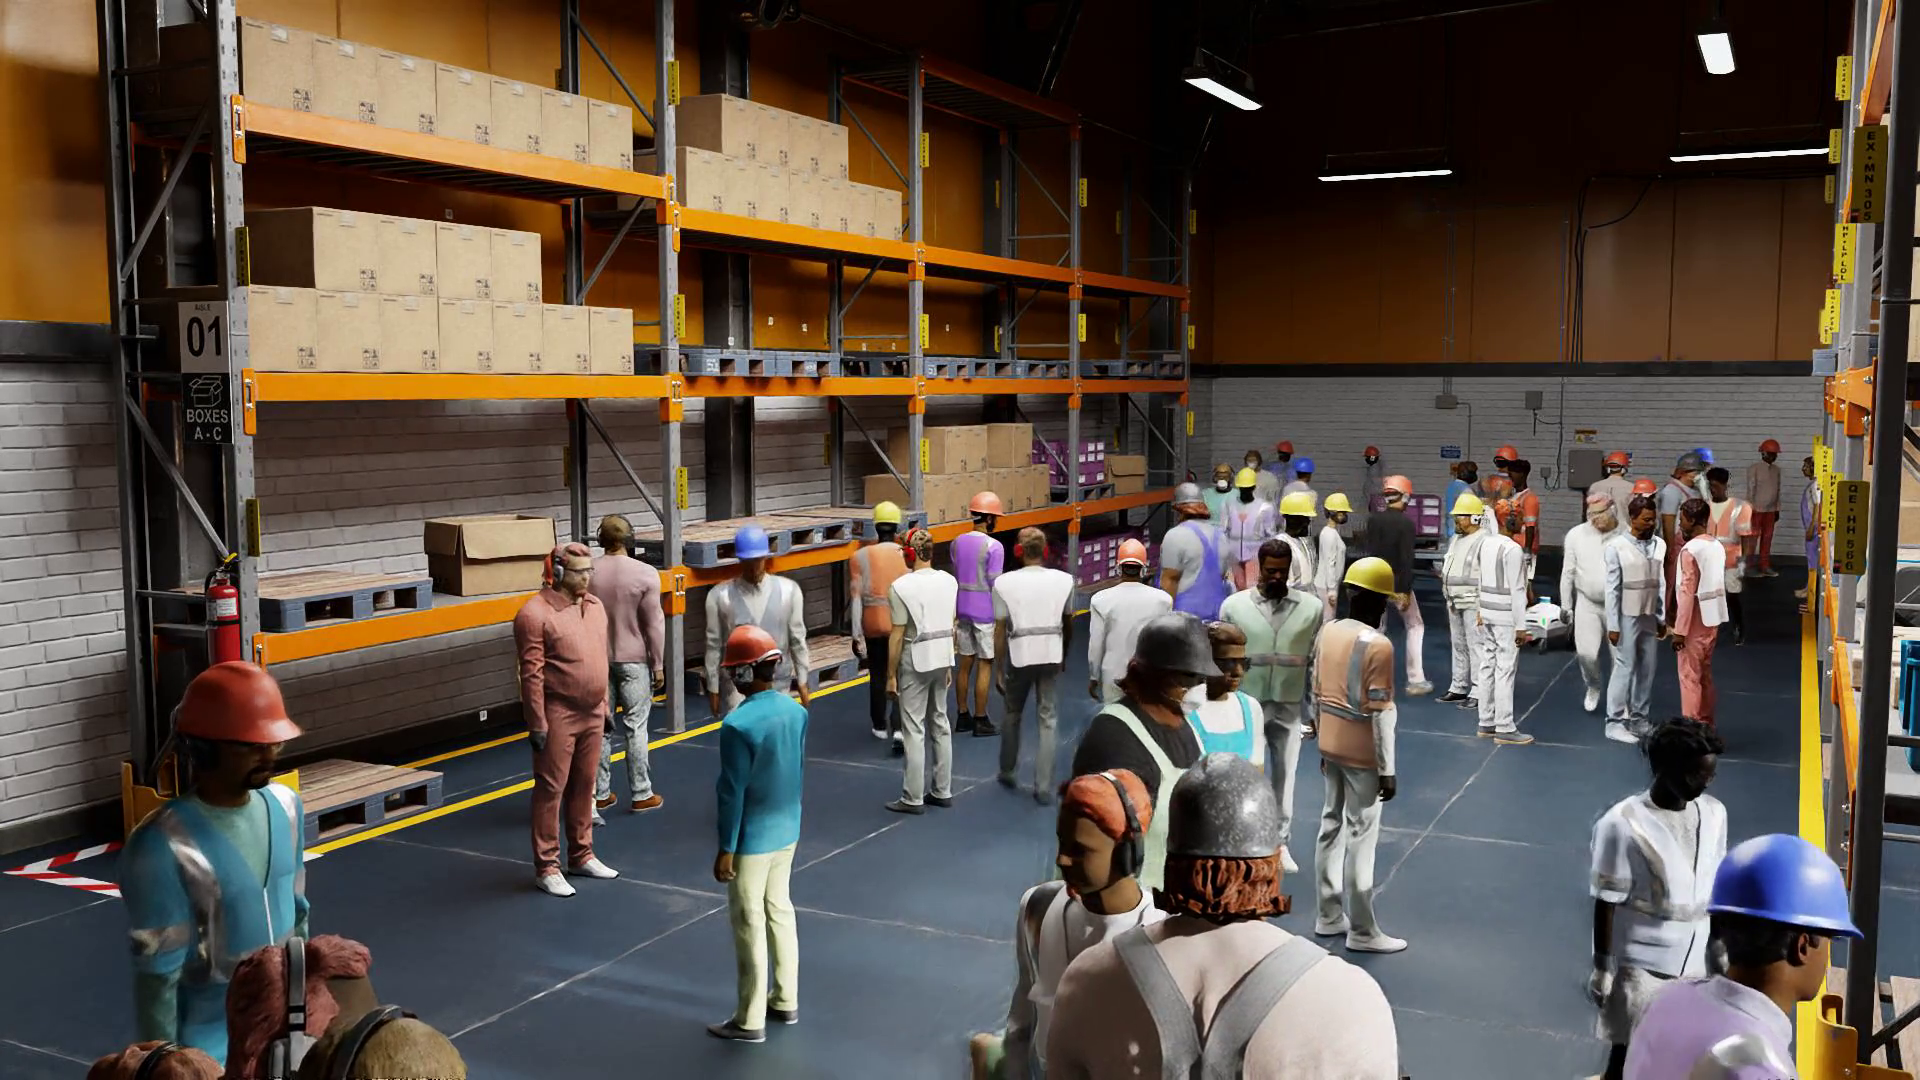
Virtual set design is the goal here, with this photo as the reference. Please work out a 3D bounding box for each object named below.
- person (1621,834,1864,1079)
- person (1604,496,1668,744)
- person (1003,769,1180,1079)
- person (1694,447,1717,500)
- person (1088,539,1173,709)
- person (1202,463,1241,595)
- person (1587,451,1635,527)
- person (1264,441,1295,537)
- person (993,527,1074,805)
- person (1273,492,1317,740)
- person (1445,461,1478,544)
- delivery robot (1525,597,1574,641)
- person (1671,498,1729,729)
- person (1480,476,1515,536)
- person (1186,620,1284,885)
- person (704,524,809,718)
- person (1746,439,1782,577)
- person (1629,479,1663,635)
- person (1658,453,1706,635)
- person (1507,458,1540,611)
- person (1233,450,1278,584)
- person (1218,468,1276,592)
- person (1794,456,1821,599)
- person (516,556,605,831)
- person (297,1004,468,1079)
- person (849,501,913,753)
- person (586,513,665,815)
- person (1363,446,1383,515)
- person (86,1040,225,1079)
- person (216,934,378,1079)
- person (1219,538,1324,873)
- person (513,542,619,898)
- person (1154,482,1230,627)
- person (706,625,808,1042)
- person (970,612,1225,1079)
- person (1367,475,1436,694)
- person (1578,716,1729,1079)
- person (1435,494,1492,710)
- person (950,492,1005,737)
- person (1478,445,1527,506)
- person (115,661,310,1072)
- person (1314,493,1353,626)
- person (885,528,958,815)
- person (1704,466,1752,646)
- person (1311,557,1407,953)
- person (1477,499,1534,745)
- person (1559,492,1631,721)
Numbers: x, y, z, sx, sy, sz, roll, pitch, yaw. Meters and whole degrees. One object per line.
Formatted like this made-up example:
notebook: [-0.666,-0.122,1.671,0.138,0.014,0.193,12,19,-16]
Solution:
person: [1.426,1.509,3.177,0.837,1.892,0.629,0,5,3]
person: [5.201,0.610,12.853,0.598,1.905,0.390,-3,6,-28]
person: [0.341,1.455,3.857,0.586,1.882,0.341,4,7,39]
person: [9.931,-0.280,22.304,0.497,1.924,0.636,2,6,19]
person: [1.115,0.866,10.883,0.572,1.750,0.330,0,5,-4]
person: [2.847,0.128,17.957,0.642,1.928,0.386,3,6,28]
person: [7.677,-0.049,19.517,0.621,1.985,0.408,5,7,43]
person: [4.898,-0.547,25.226,0.649,1.907,0.559,-4,6,-34]
person: [0.466,0.816,11.167,0.569,1.797,0.905,-1,5,-9]
person: [2.598,0.584,12.998,0.373,1.925,0.595,3,6,25]
person: [6.124,-0.044,20.232,0.430,1.840,0.625,0,5,-2]
delivery robot: [6.035,0.828,17.168,0.477,0.478,0.707,5,7,44]
person: [5.554,0.641,12.518,0.408,1.907,0.597,5,7,43]
person: [5.239,0.318,16.227,0.627,1.861,0.664,-2,6,-24]
person: [1.058,1.232,6.523,0.521,1.826,0.593,-3,6,-32]
person: [-1.252,0.850,10.111,0.636,1.930,0.613,-1,6,-15]
person: [11.525,-0.450,23.818,0.615,1.986,0.410,-2,6,-23]
person: [7.448,0.202,18.089,0.368,1.742,0.566,2,6,23]
person: [8.004,0.029,18.360,0.693,2.000,0.535,-4,7,-40]
person: [6.134,0.086,18.205,0.374,1.958,0.606,0,5,2]
person: [3.979,-0.275,22.477,0.631,1.891,1.025,2,6,20]
person: [2.998,0.183,17.589,0.598,1.874,0.994,3,6,31]
person: [10.983,-0.160,21.458,0.335,1.841,0.513,3,6,27]
person: [-2.446,0.931,10.281,0.573,1.737,0.355,-3,6,-33]
person: [-0.810,1.580,2.291,0.362,1.932,0.633,3,6,25]
person: [-0.535,0.647,12.607,0.598,1.885,0.962,-1,5,-7]
person: [-2.186,0.795,10.670,0.630,1.940,0.372,1,5,11]
person: [6.783,-0.668,27.384,0.341,1.752,0.563,1,5,15]
person: [-1.336,1.666,2.877,0.310,1.642,0.514,1,5,6]
person: [-1.037,1.564,2.636,0.399,1.899,0.653,-1,5,-14]
person: [1.736,0.930,9.412,0.617,1.906,0.454,0,5,-2]
person: [-2.120,0.958,9.091,0.408,1.907,0.638,3,6,27]
person: [1.763,0.540,12.869,0.720,2.000,0.542,-4,7,-36]
person: [-0.869,1.229,7.063,0.350,1.739,0.575,3,6,25]
person: [0.500,1.196,5.806,0.866,2.000,0.703,3,6,31]
person: [3.921,0.404,14.776,0.798,1.954,0.611,-3,6,-31]
person: [2.301,1.394,5.606,0.576,1.669,0.507,-2,6,-25]
person: [4.309,0.523,14.152,0.404,1.832,0.597,-2,6,-16]
person: [0.170,0.583,13.048,0.390,1.926,0.546,-5,7,-43]
person: [6.479,-0.108,19.826,0.615,2.040,0.391,5,7,42]
person: [-1.934,1.329,4.453,0.417,2.034,0.607,2,6,17]
person: [3.457,0.443,15.427,0.337,1.757,0.518,2,6,17]
person: [-0.230,0.843,10.702,0.388,1.837,0.562,5,7,44]
person: [7.942,0.187,17.317,0.616,1.930,0.962,5,7,40]
person: [1.956,1.039,8.154,0.395,1.918,0.589,-2,6,-20]
person: [4.194,0.624,12.809,0.355,1.883,0.574,-1,5,-10]
person: [5.311,0.543,13.651,0.755,1.878,0.450,2,6,24]
